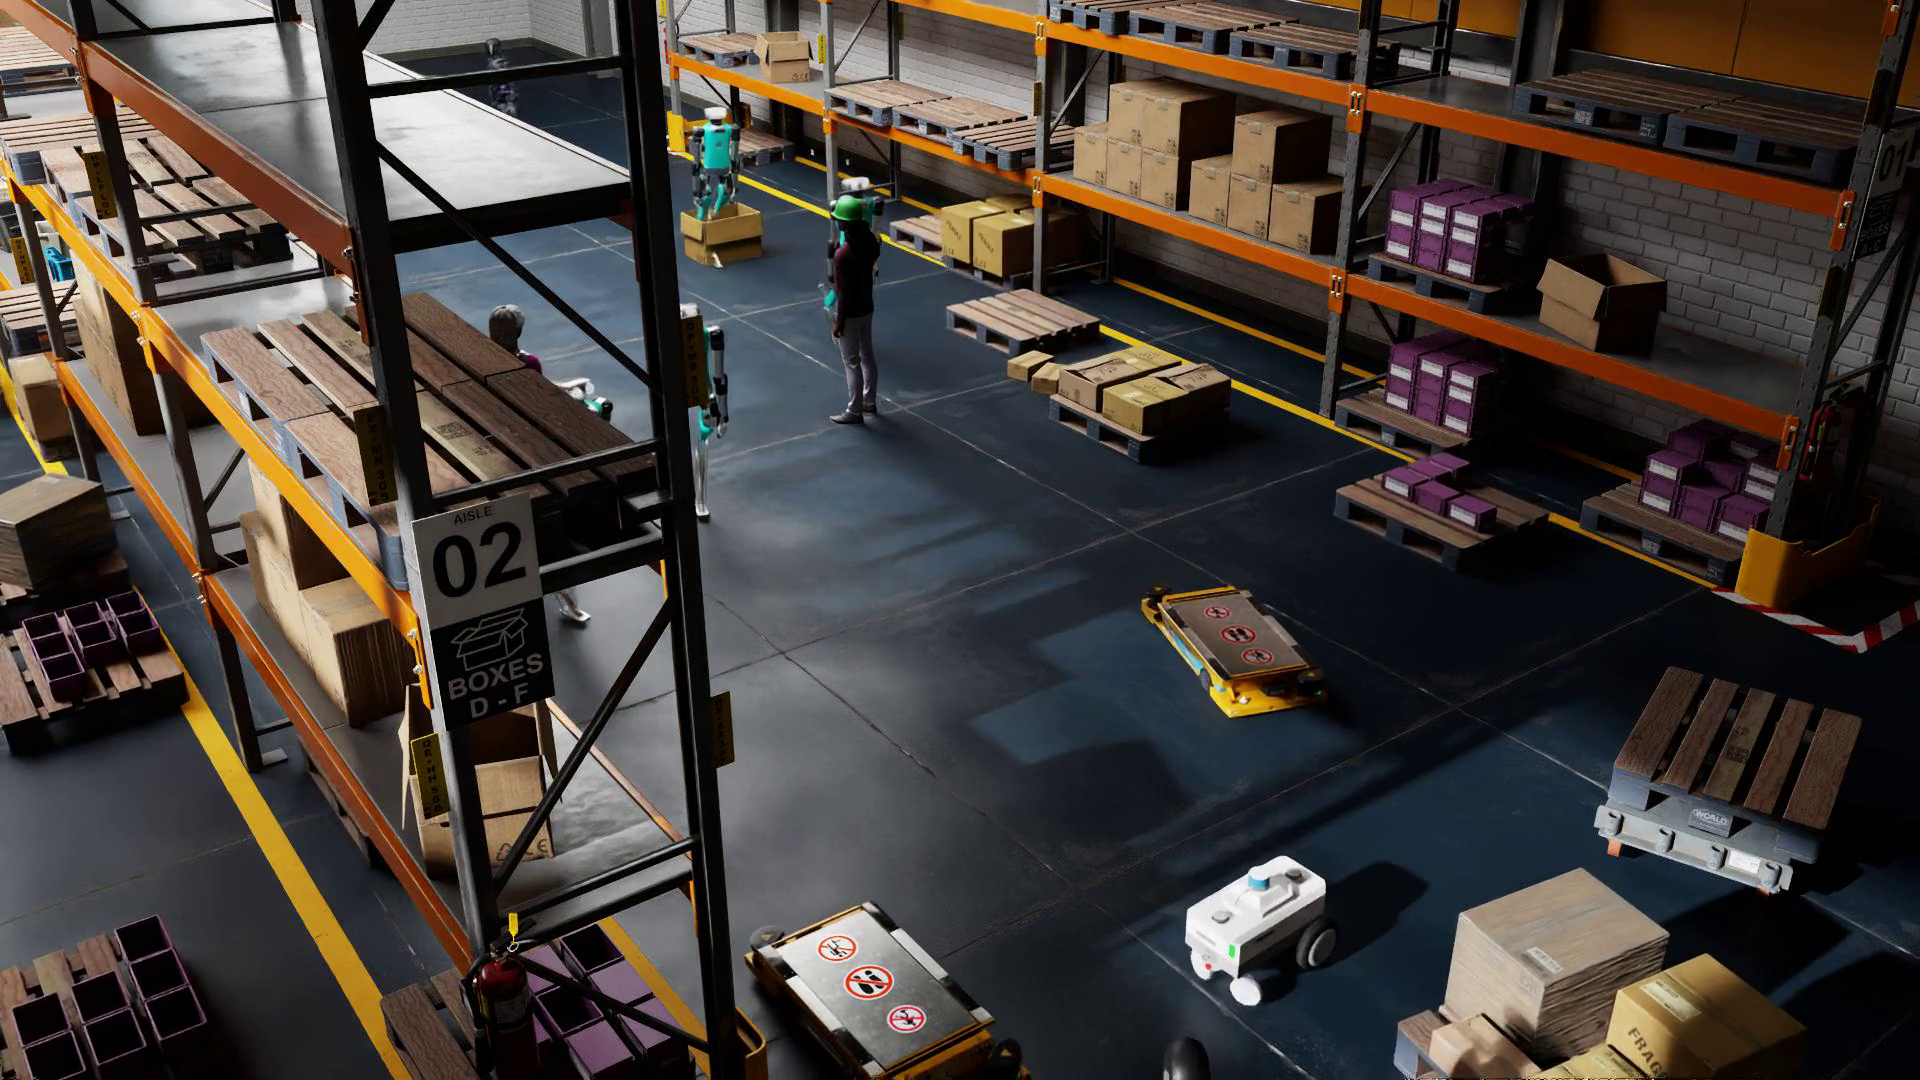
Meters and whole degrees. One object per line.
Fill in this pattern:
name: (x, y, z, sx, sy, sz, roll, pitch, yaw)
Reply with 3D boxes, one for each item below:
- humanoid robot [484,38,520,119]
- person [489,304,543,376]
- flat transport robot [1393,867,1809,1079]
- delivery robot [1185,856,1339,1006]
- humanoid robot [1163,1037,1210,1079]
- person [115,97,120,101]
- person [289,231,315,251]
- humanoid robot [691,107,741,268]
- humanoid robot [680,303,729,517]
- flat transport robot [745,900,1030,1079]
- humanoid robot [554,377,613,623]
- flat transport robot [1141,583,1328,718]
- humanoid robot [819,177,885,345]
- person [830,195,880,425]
humanoid robot: (-5.999, -5.792, 21.959, 0.614, 1.647, 0.373, 24, 35, 39)
person: (-3.104, -0.780, 11.780, 0.523, 1.847, 0.335, 6, 27, 12)
flat transport robot: (2.537, 2.512, 6.991, 1.431, 0.231, 0.659, -13, 29, -24)
delivery robot: (1.457, 1.843, 8.025, 0.786, 0.614, 0.524, -20, 33, -34)
humanoid robot: (0.748, 2.368, 5.705, 0.608, 1.643, 0.379, -2, 27, -3)
person: (-10.466, -5.239, 20.506, 0.402, 1.986, 0.620, -11, 29, -20)
person: (-6.001, -2.442, 15.334, 0.282, 1.628, 0.501, 0, 27, -1)
humanoid robot: (-2.728, -3.858, 18.061, 0.560, 1.796, 0.934, -12, 29, -23)
humanoid robot: (-2.002, -0.908, 12.250, 0.538, 1.867, 0.733, -9, 28, -18)
flat transport robot: (-0.366, 2.167, 7.677, 0.659, 0.231, 1.431, -18, 32, -31)
humanoid robot: (-2.605, -0.195, 10.861, 0.733, 1.897, 0.535, 15, 30, 28)
flat transport robot: (1.736, 0.663, 10.668, 0.659, 0.231, 1.431, -8, 28, -15)
humanoid robot: (-1.091, -2.503, 15.416, 0.555, 1.854, 0.854, -15, 30, -27)
person: (-0.871, -1.912, 13.920, 0.419, 1.951, 0.489, 13, 30, 24)
